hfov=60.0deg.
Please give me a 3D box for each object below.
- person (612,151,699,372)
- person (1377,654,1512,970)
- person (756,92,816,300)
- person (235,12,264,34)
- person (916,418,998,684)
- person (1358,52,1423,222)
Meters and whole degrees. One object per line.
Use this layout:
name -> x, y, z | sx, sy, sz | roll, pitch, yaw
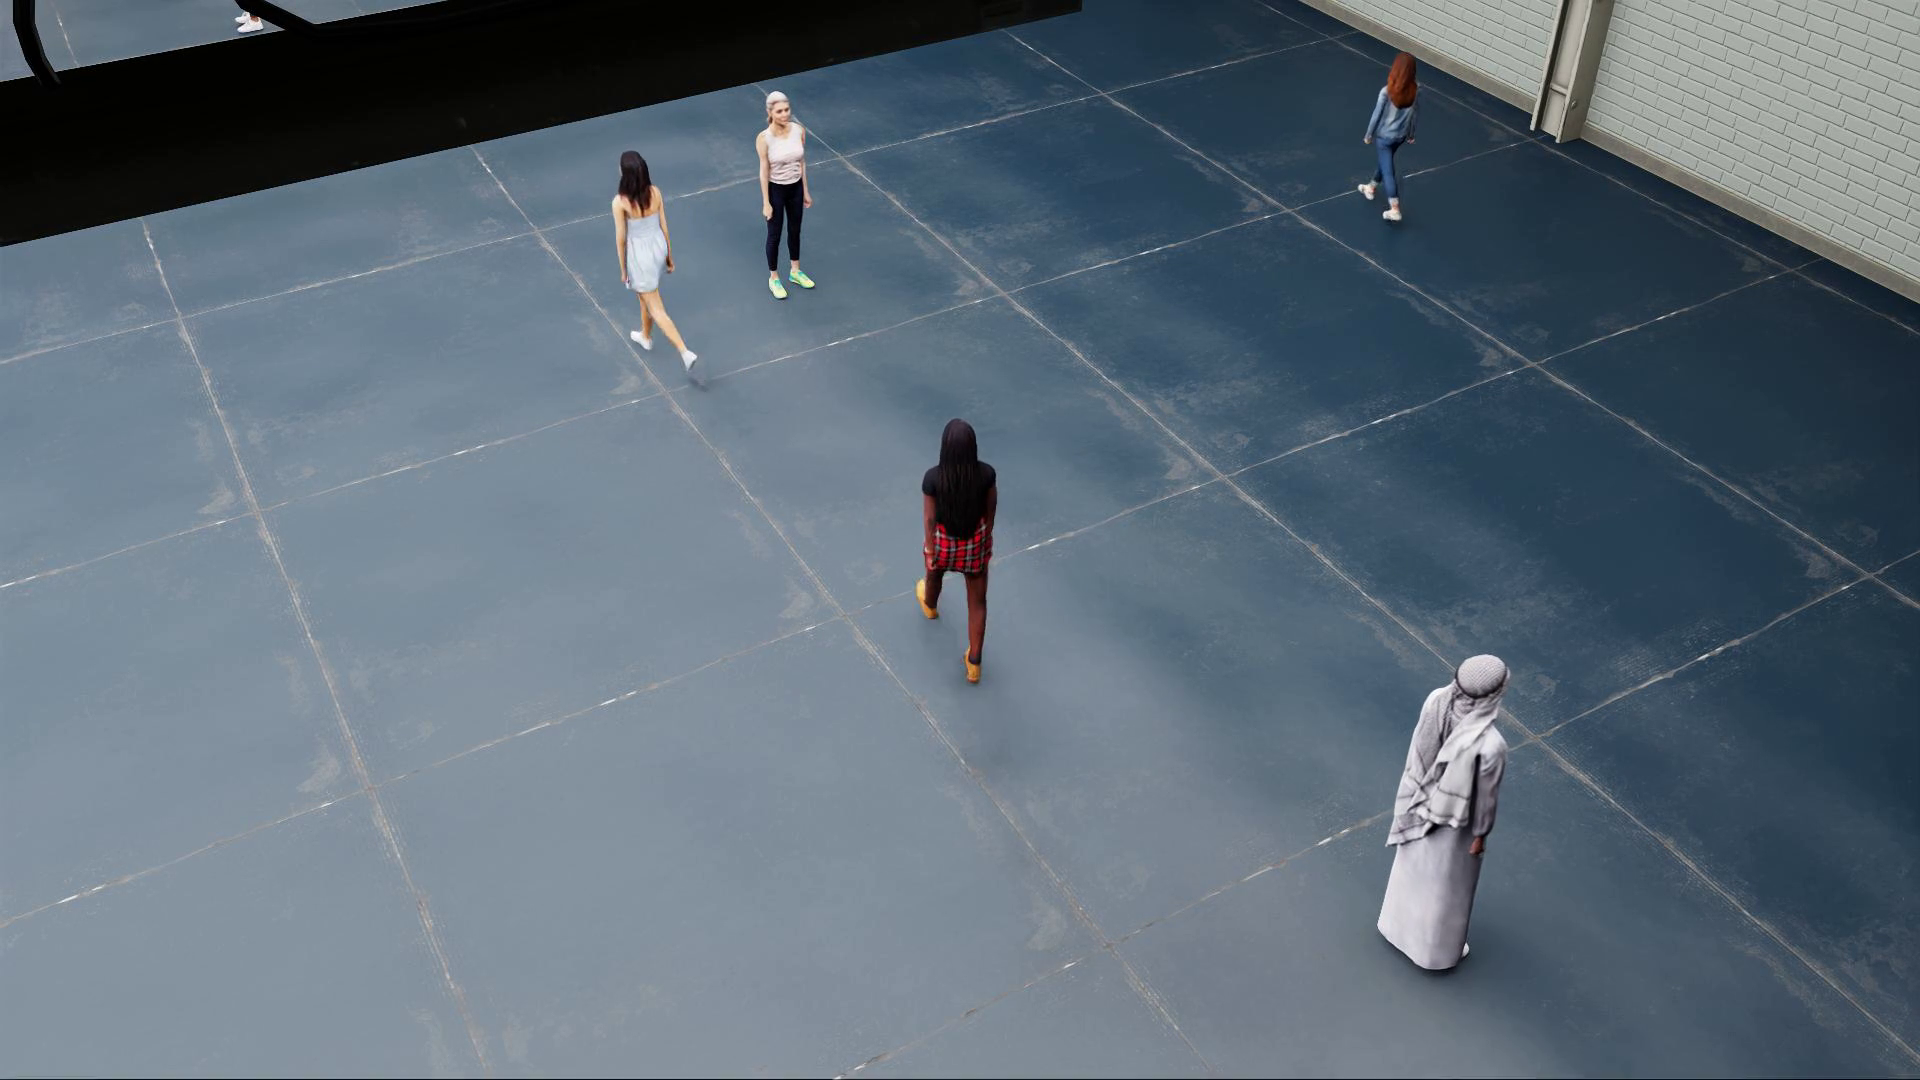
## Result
person -> -2.288, -2.037, 12.412 | 0.746, 1.695, 1.200 | -30, 47, -32
person -> 2.329, 1.295, 7.965 | 0.743, 1.925, 0.559 | -19, 42, -23
person -> -1.421, -2.791, 13.370 | 0.637, 1.702, 0.578 | -27, 45, -30
person -> -7.850, -6.399, 17.922 | 0.692, 1.775, 0.525 | -11, 39, -14
person -> 0.020, 0.110, 9.672 | 0.838, 1.689, 1.159 | -8, 39, -10
person -> 3.783, -3.480, 14.456 | 0.686, 1.448, 1.013 | -12, 40, -15
